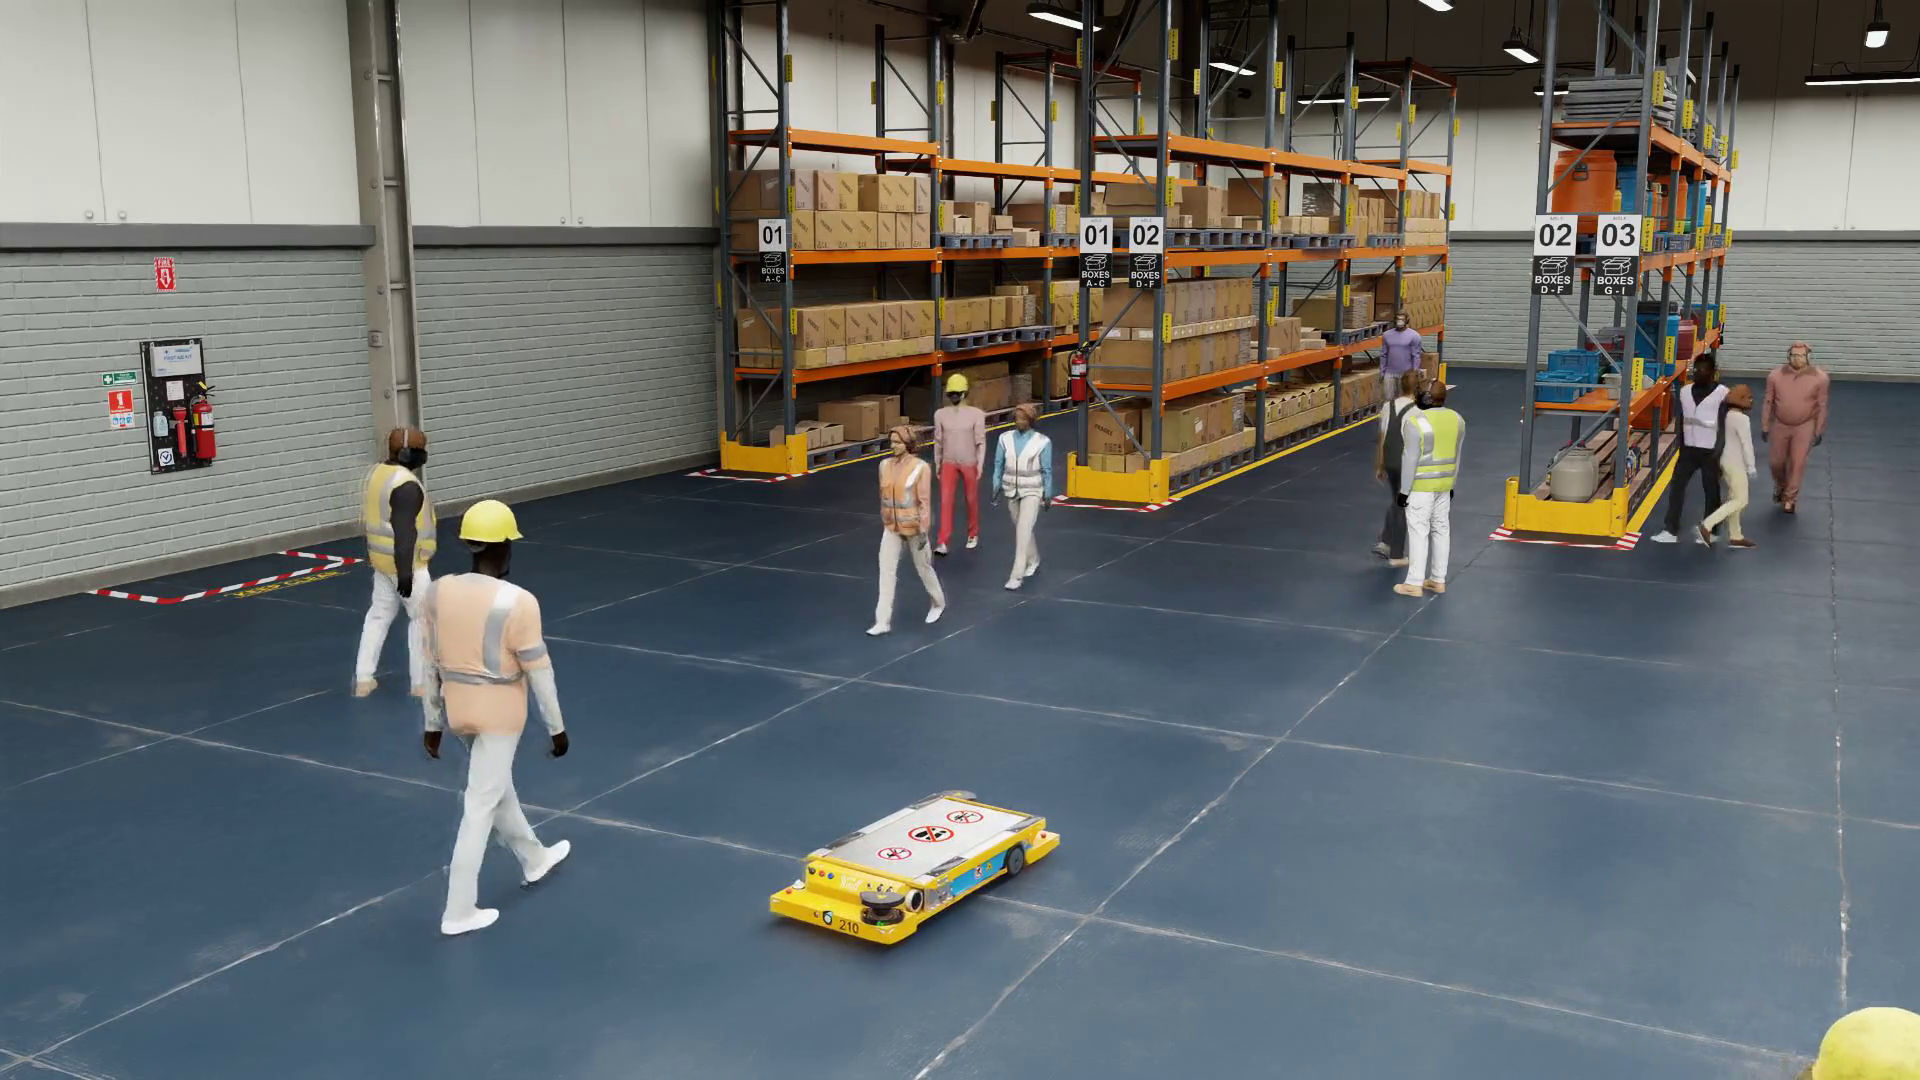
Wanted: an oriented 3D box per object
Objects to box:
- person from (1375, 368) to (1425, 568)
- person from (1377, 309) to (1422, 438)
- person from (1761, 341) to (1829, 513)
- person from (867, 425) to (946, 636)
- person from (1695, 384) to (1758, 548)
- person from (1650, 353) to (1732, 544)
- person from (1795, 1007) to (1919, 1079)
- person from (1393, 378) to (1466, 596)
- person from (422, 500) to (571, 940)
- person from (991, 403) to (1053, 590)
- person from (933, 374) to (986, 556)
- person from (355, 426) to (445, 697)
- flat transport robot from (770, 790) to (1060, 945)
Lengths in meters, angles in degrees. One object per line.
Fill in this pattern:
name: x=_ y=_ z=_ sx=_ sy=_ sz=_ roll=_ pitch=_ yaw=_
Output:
person: x=4.066 y=-0.648 z=15.183 sx=0.409 sy=1.830 sz=0.549 roll=-8 pitch=13 yaw=-36
person: x=6.531 y=-2.460 z=24.781 sx=0.636 sy=1.939 sz=0.364 roll=9 pitch=13 yaw=39
person: x=9.194 y=-1.254 z=18.352 sx=0.645 sy=1.889 sz=0.576 roll=7 pitch=12 yaw=33
person: x=-0.396 y=-0.100 z=12.812 sx=0.518 sy=1.603 sz=0.850 roll=7 pitch=13 yaw=34
person: x=7.459 y=-0.706 z=16.072 sx=0.605 sy=1.614 sz=0.512 roll=1 pitch=10 yaw=4
person: x=7.187 y=-0.870 z=16.275 sx=0.863 sy=1.884 sz=0.602 roll=-6 pitch=12 yaw=-31
person: x=1.578 y=1.641 z=2.982 sx=0.366 sy=1.728 sz=0.510 roll=6 pitch=12 yaw=31
person: x=3.943 y=-0.446 z=14.056 sx=0.627 sy=1.847 sz=0.429 roll=-6 pitch=12 yaw=-30
person: x=-2.018 y=0.752 z=7.409 sx=0.607 sy=1.875 sz=0.970 roll=5 pitch=12 yaw=27
person: x=0.573 y=-0.412 z=14.543 sx=0.507 sy=1.597 sz=0.878 roll=6 pitch=12 yaw=30
person: x=-0.011 y=-0.721 z=15.902 sx=0.536 sy=1.718 sz=0.899 roll=2 pitch=11 yaw=12
person: x=-3.722 y=0.159 z=10.915 sx=0.595 sy=1.808 sz=0.661 roll=-7 pitch=13 yaw=-34
flat transport robot: x=-0.175 y=1.492 z=7.783 sx=0.652 sy=0.197 sz=1.431 roll=7 pitch=13 yaw=33
